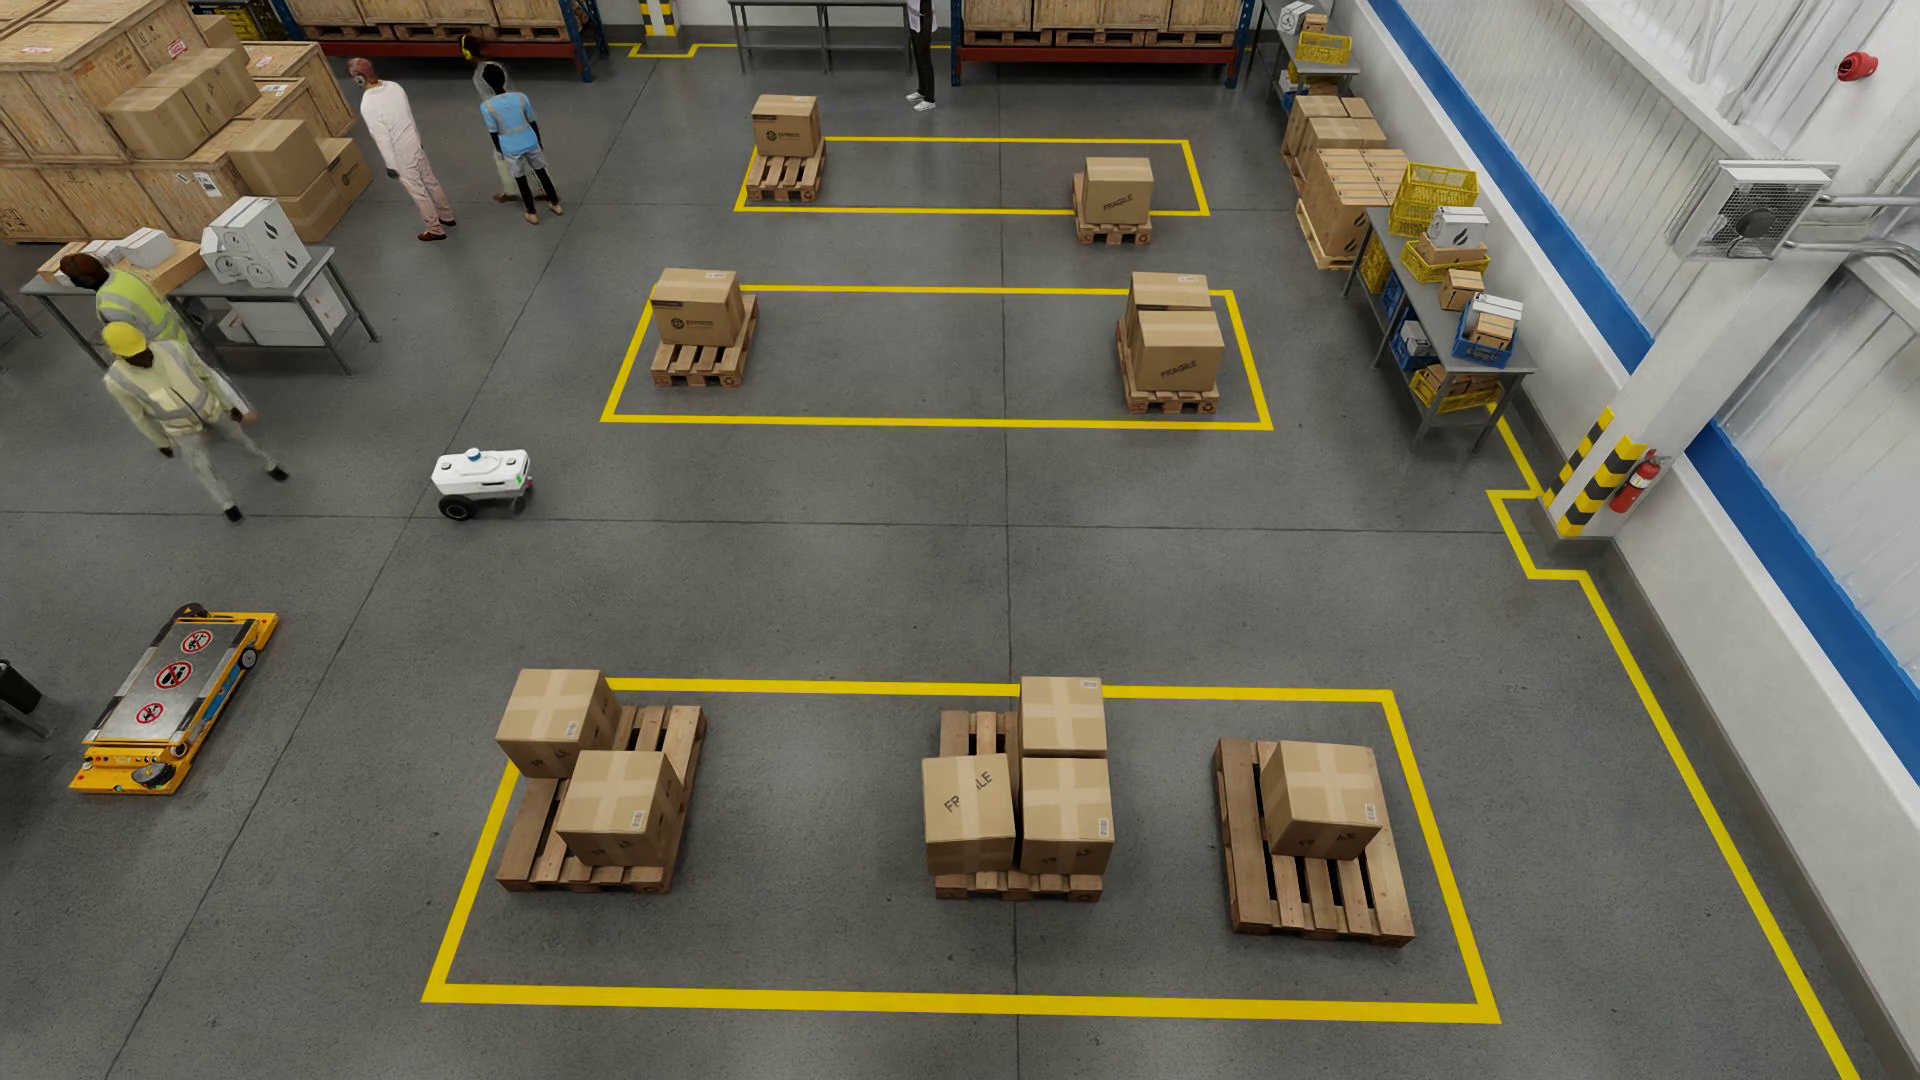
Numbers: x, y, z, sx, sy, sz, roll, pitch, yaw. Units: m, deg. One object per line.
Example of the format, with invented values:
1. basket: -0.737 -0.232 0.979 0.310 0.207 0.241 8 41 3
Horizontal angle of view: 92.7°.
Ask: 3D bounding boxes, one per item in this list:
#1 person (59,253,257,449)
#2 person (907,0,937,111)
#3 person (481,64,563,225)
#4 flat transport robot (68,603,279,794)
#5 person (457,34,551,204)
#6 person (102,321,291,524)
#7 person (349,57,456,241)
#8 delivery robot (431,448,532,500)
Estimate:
1. person: -6.836 -1.588 7.690 0.804 1.808 0.632 -14 51 -12
2. person: -0.507 -6.606 11.868 0.358 1.916 0.597 -15 51 -12
3. person: -4.847 -4.342 10.101 0.537 1.690 0.320 -36 59 -27
4. flat transport robot: -5.504 1.072 6.442 0.652 0.197 1.431 1 50 1
5. person: -5.191 -4.668 10.283 0.840 1.825 0.525 9 50 7
6. person: -6.016 -0.964 7.165 0.403 1.823 0.605 26 55 20
7. person: -5.977 -4.156 9.801 0.410 1.910 0.643 4 50 3
8. delivery robot: -3.935 -0.555 7.574 0.707 0.478 0.477 -5 50 -4
